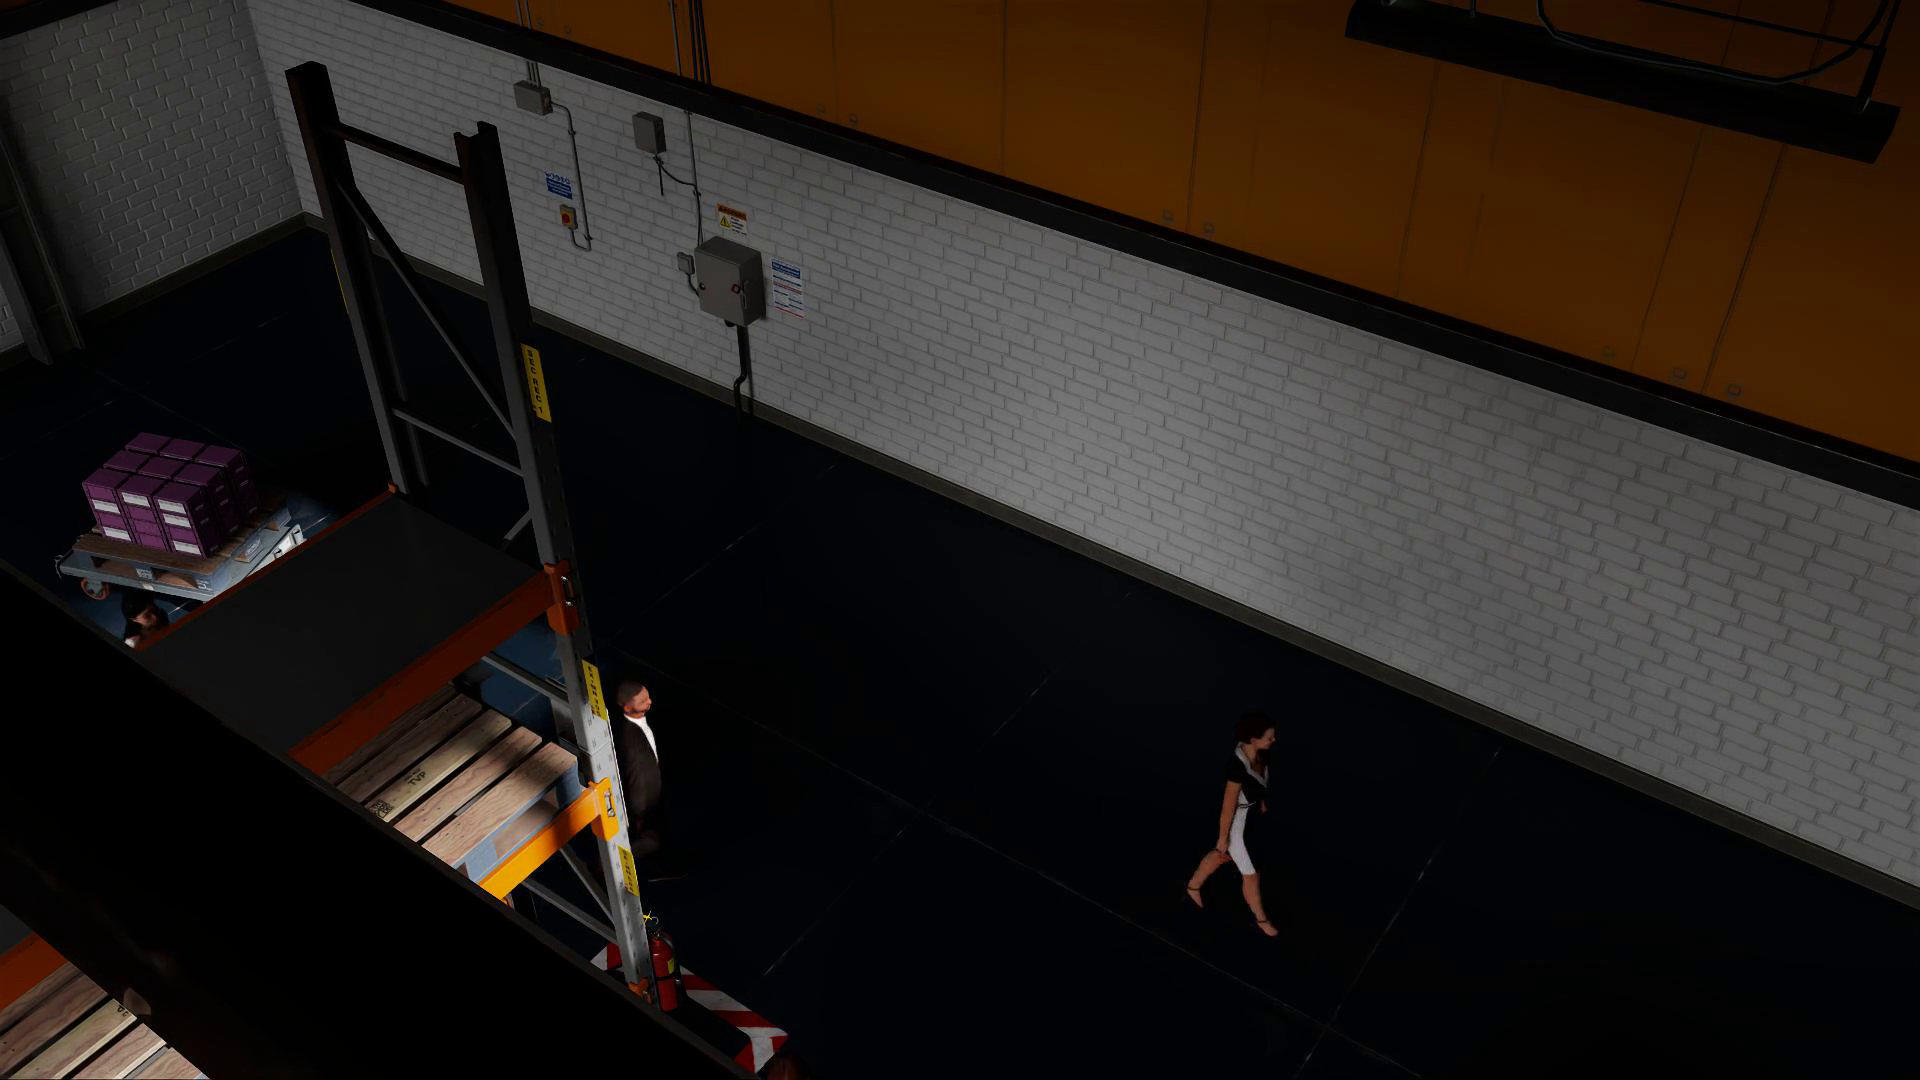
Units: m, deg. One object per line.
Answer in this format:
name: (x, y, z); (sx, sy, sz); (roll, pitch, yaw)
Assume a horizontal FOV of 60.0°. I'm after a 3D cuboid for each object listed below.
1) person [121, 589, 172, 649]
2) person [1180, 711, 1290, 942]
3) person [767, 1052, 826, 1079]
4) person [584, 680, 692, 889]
person: (-5.247, 0.986, 10.922); (1.016, 1.742, 1.022); (0, 39, 0)
person: (1.609, 1.688, 10.024); (0.811, 1.766, 0.950); (14, 41, 17)
person: (-0.828, 3.034, 8.399); (1.089, 1.690, 1.195); (-3, 39, -4)
person: (-2.035, 1.549, 10.179); (1.037, 1.790, 0.962); (-10, 40, -12)
